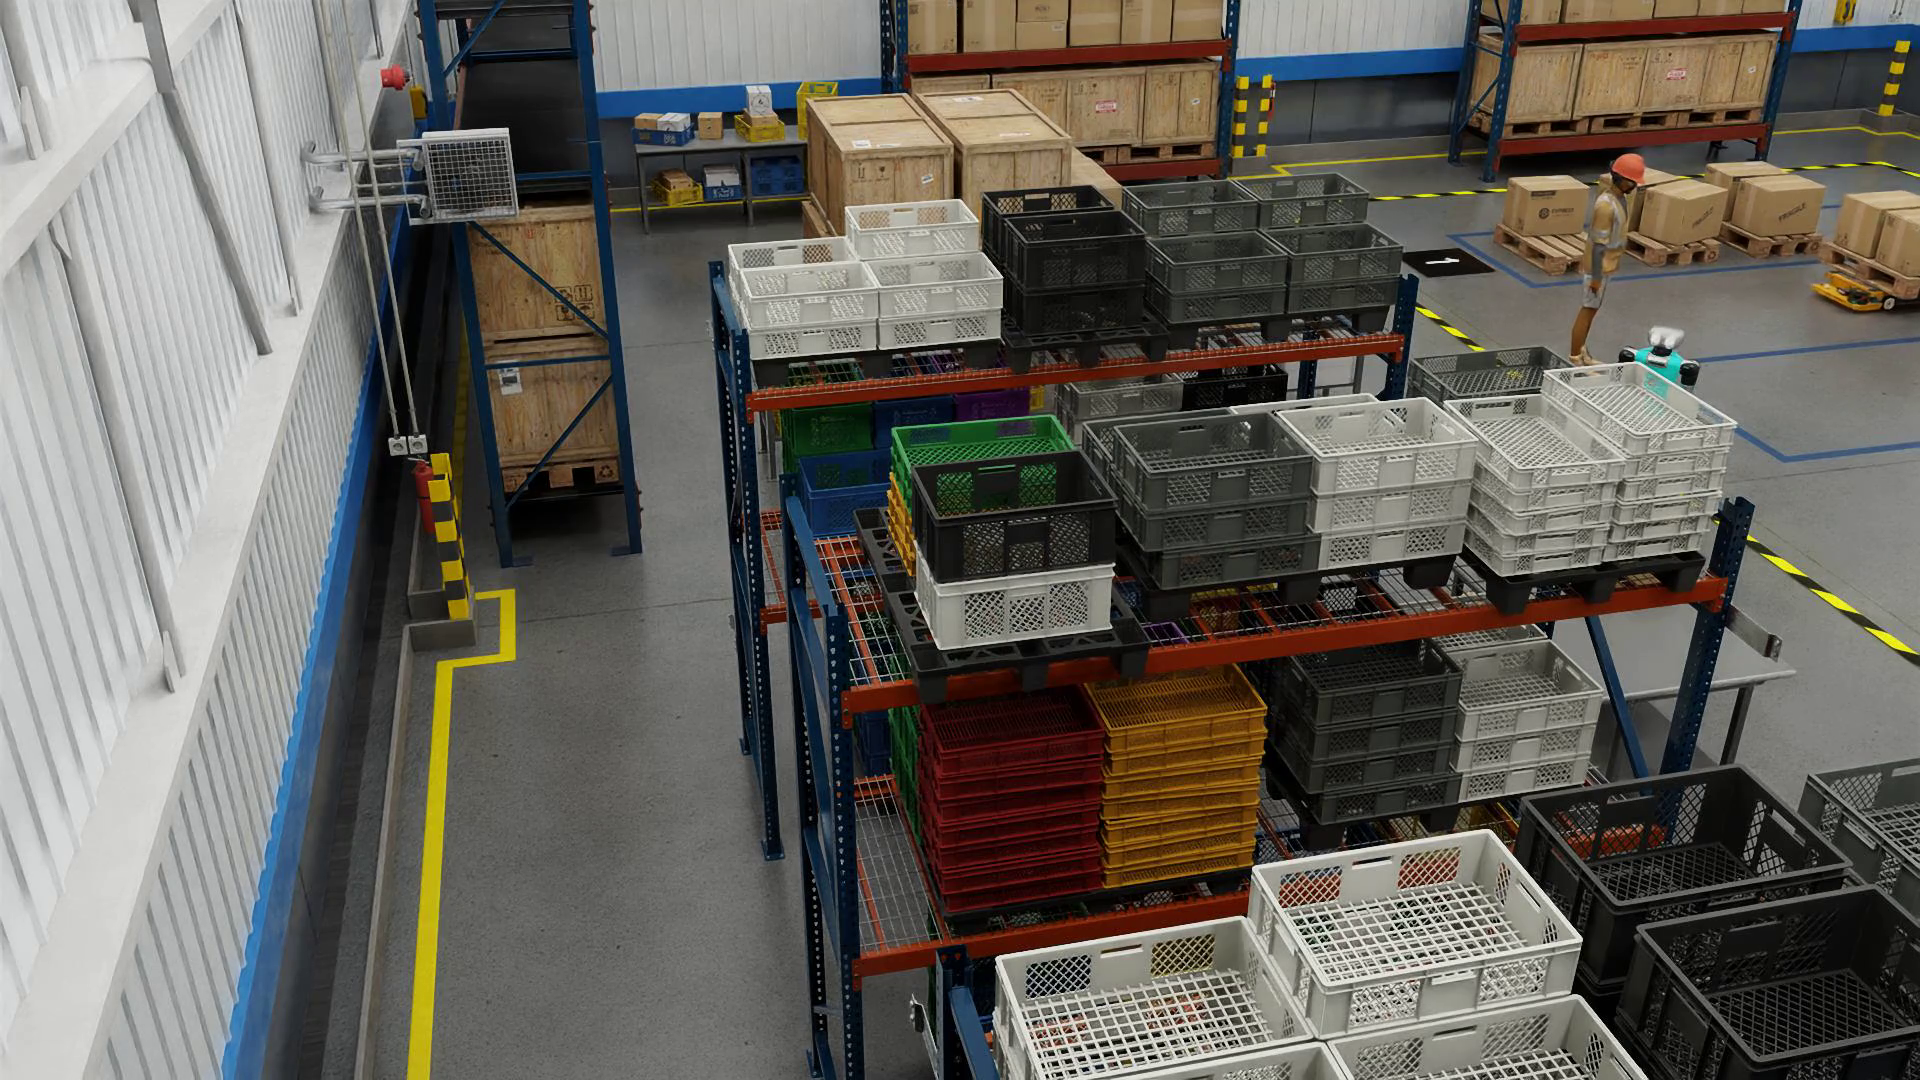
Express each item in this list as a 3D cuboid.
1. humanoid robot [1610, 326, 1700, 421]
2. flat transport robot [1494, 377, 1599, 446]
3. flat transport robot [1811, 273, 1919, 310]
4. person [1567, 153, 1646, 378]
[{"bbox_3d":[4.903,-0.788,11.820,0.533,1.680,0.735,17,32,29],"label":"humanoid robot"},{"bbox_3d":[4.780,-1.036,14.013,0.659,0.231,1.431,-6,28,-12],"label":"flat transport robot"},{"bbox_3d":[9.510,-2.581,16.914,1.431,0.197,0.652,-6,28,-12],"label":"flat transport robot"},{"bbox_3d":[5.731,-2.428,14.765,0.403,2.032,0.607,16,32,27],"label":"person"}]
